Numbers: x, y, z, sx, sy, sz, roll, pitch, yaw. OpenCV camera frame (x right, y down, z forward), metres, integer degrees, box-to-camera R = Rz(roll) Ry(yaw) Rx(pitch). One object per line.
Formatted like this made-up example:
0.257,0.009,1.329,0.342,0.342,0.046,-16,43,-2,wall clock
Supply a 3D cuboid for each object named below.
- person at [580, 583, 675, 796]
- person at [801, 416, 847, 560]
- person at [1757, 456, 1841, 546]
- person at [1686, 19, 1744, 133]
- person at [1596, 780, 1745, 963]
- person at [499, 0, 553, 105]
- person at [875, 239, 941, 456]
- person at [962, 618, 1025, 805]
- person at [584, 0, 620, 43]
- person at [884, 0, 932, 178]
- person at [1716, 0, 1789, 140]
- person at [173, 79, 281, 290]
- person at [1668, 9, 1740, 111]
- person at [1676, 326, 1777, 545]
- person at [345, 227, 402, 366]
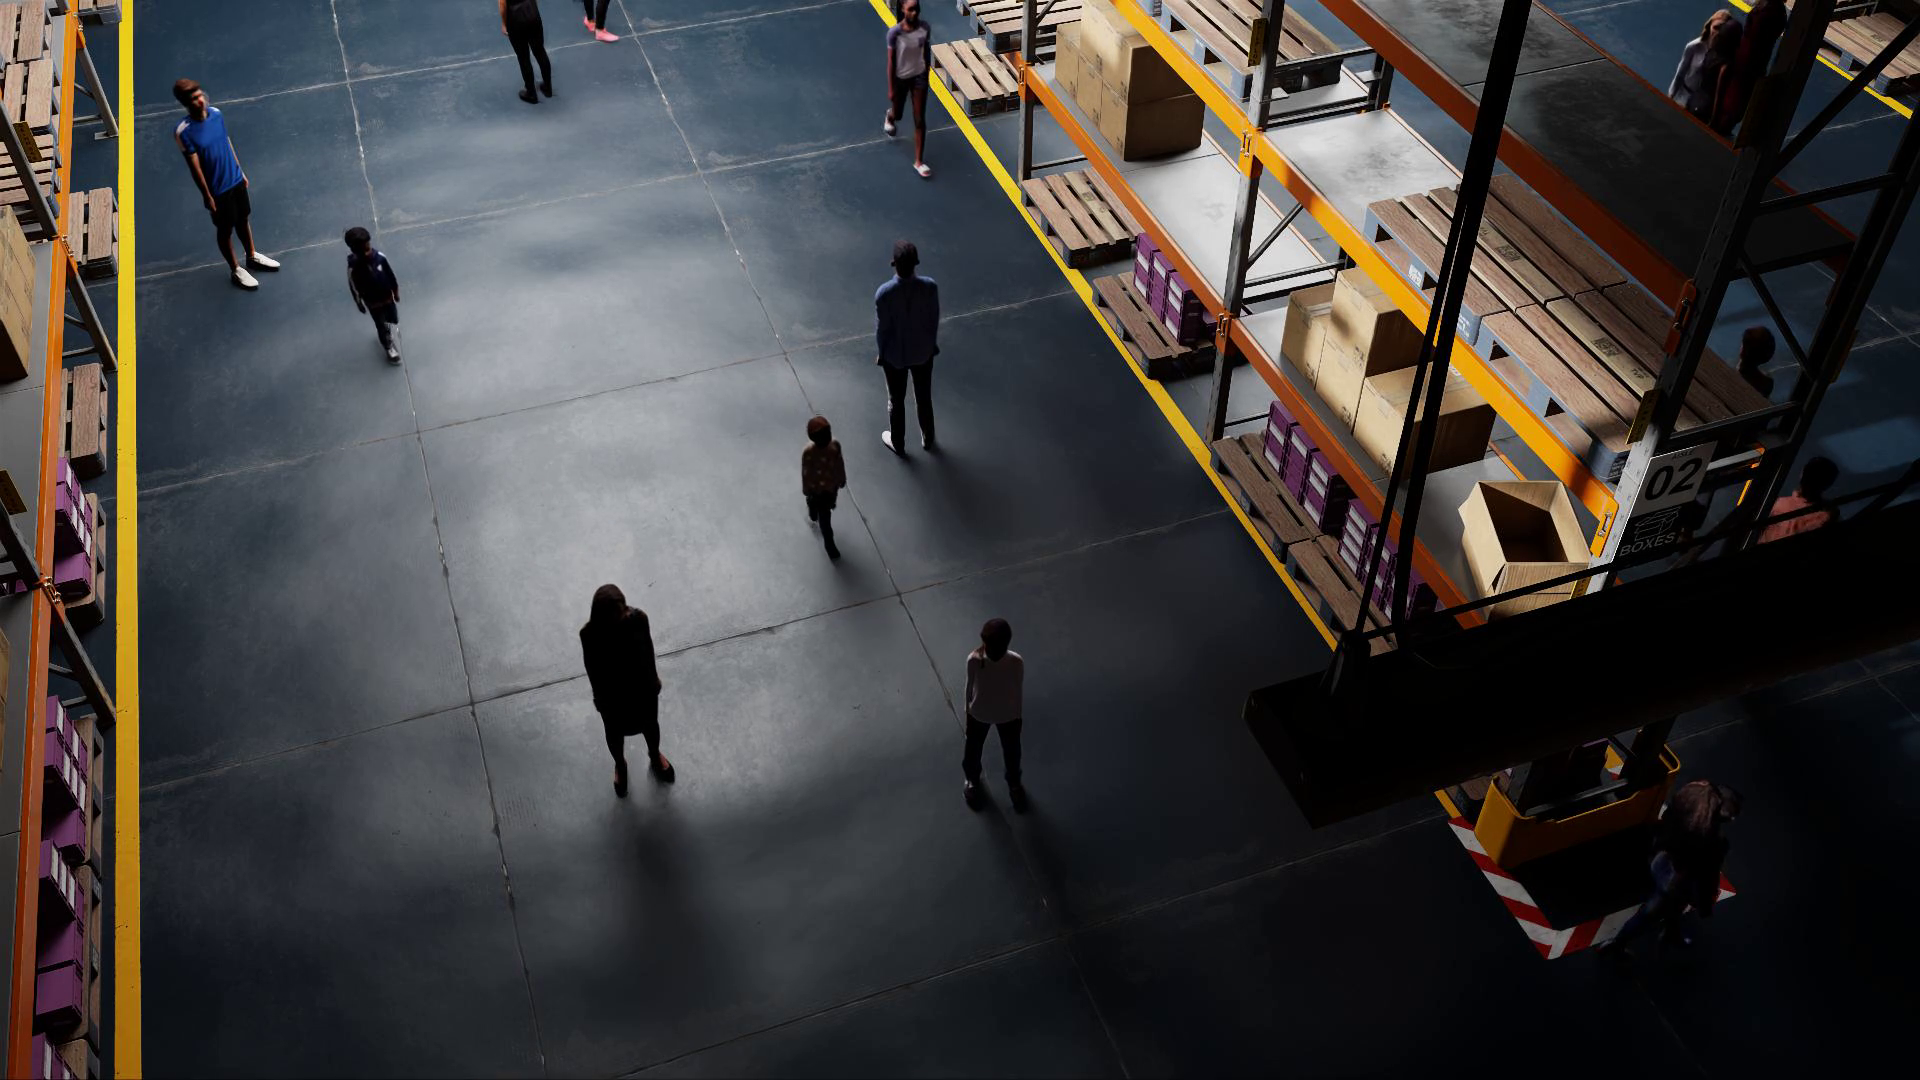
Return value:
-2.024,0.865,10.080,0.572,1.702,0.488,-15,46,-16,person
-0.994,-0.435,11.821,0.554,1.183,0.788,-22,48,-21,person
5.253,0.248,10.700,0.983,1.740,1.188,4,44,4,person
6.688,-3.837,14.994,0.828,1.732,0.630,5,44,5,person
3.837,1.866,9.107,0.824,1.594,0.827,-1,44,-2,person
-4.317,-5.131,16.385,0.660,1.687,0.654,-32,52,-29,person
-0.389,-1.419,12.343,0.653,1.888,0.558,-13,45,-13,person
0.209,1.011,10.033,0.612,1.554,0.606,1,44,2,person
-3.865,-6.065,17.374,0.894,1.675,0.563,-31,51,-28,person
-0.508,-4.302,15.505,0.615,1.700,1.059,-16,46,-16,person
7.394,-4.533,15.726,0.881,1.729,0.841,20,47,20,person
-6.258,-3.033,14.054,0.795,1.865,0.720,15,46,15,person
6.719,-4.053,15.188,0.765,1.776,0.813,10,45,11,person
5.248,-0.617,11.506,0.756,1.881,0.788,-3,44,-3,person
-4.740,-2.019,13.463,0.635,1.211,0.762,-28,50,-26,person
